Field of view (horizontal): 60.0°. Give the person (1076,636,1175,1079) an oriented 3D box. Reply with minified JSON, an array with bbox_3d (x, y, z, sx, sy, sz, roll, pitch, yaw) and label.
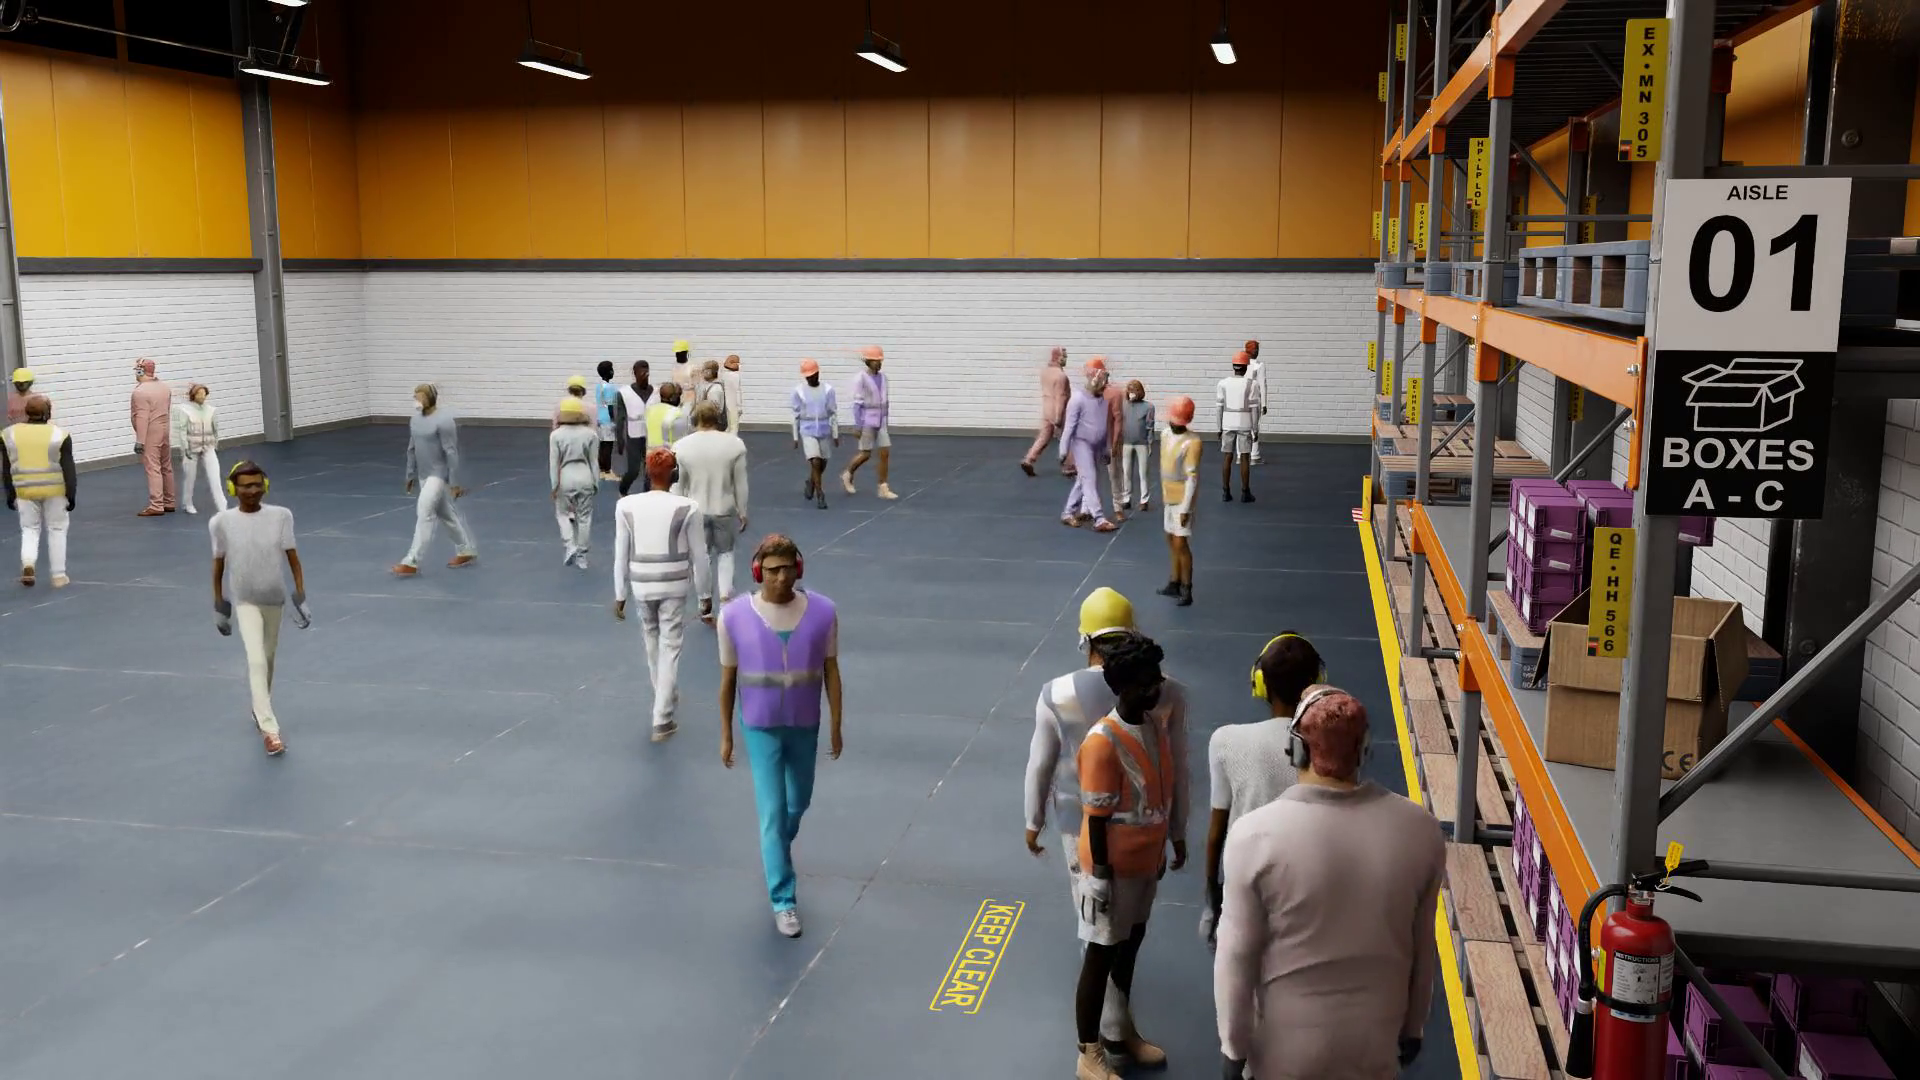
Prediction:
[{"bbox_3d":[0.612,1.181,6.129,0.318,1.695,0.539,6,11,31],"label":"person"}]

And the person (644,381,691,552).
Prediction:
[{"bbox_3d":[-3.047,-0.754,17.411,0.476,1.821,0.626,-9,13,-42],"label":"person"}]

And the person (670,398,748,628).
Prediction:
[{"bbox_3d":[-2.089,-0.215,13.840,0.649,1.929,0.443,-3,10,-16],"label":"person"}]

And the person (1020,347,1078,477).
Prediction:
[{"bbox_3d":[1.308,-1.818,23.677,0.913,1.878,0.637,-4,10,-25],"label":"person"}]

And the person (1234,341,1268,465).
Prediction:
[{"bbox_3d":[4.404,-2.074,25.186,0.574,1.883,0.356,9,13,42],"label":"person"}]

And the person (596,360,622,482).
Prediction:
[{"bbox_3d":[-4.918,-1.654,23.206,0.318,1.699,0.535,-5,11,-28],"label":"person"}]

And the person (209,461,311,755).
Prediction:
[{"bbox_3d":[-4.433,0.393,10.537,0.518,1.823,1.010,-7,12,-36],"label":"person"}]

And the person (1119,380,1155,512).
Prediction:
[{"bbox_3d":[2.156,-1.160,20.458,0.494,1.624,0.279,4,10,25],"label":"person"}]

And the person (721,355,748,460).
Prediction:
[{"bbox_3d":[-3.529,-2.060,25.852,0.286,1.632,0.500,-7,11,-35],"label":"person"}]

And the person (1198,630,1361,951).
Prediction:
[{"bbox_3d":[1.036,1.235,5.411,0.517,1.839,0.828,1,9,5],"label":"person"}]

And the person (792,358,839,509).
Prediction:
[{"bbox_3d":[-1.827,-1.355,20.876,0.566,1.888,0.802,-2,10,-14],"label":"person"}]

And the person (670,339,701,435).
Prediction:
[{"bbox_3d":[-4.203,-2.173,25.778,0.606,1.896,0.842,8,12,39],"label":"person"}]

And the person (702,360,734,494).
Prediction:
[{"bbox_3d":[-3.134,-1.424,21.503,0.417,1.816,0.577,-2,10,-9],"label":"person"}]

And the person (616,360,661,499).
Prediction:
[{"bbox_3d":[-3.877,-1.226,20.011,0.602,1.905,0.634,-7,12,-36],"label":"person"}]

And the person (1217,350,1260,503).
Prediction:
[{"bbox_3d":[3.555,-1.448,21.245,0.549,1.936,0.376,5,10,26],"label":"person"}]

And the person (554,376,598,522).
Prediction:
[{"bbox_3d":[-4.554,-1.091,19.763,0.528,1.718,0.926,-1,10,-9],"label":"person"}]

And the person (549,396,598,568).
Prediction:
[{"bbox_3d":[-3.838,-0.566,16.576,0.489,1.729,0.388,-4,10,-24],"label":"person"}]

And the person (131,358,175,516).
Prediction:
[{"bbox_3d":[-9.794,-1.246,20.119,0.404,1.911,0.636,1,9,4],"label":"person"}]

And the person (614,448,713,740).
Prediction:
[{"bbox_3d":[-1.899,0.316,10.879,0.601,1.846,0.889,2,10,10],"label":"person"}]

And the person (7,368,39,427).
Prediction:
[{"bbox_3d":[-11.597,-1.274,20.731,0.551,1.751,0.427,1,10,8],"label":"person"}]

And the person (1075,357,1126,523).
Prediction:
[{"bbox_3d":[1.682,-1.172,19.599,0.636,1.954,0.713,7,12,35],"label":"person"}]

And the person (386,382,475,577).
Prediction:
[{"bbox_3d":[-5.202,-0.603,16.325,0.651,1.887,1.010,8,13,41],"label":"person"}]

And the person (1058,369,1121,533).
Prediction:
[{"bbox_3d":[1.477,-1.022,18.976,0.935,1.850,0.714,8,13,41],"label":"person"}]

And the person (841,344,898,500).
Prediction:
[{"bbox_3d":[-1.178,-1.523,21.555,0.829,2.028,0.617,8,13,41],"label":"person"}]

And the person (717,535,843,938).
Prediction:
[{"bbox_3d":[-0.852,0.850,7.811,0.572,1.812,0.881,-3,10,-20],"label":"person"}]

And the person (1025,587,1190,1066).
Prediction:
[{"bbox_3d":[0.559,1.068,6.556,0.612,1.776,0.943,-1,10,-8],"label":"person"}]

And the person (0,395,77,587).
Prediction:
[{"bbox_3d":[-8.563,-0.435,15.494,0.636,1.820,0.526,-2,10,-14],"label":"person"}]

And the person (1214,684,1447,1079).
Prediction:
[{"bbox_3d":[1.016,1.344,4.577,0.655,1.892,0.546,-2,10,-10],"label":"person"}]

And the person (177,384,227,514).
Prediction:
[{"bbox_3d":[-9.185,-1.083,20.089,0.832,1.597,0.521,8,13,42],"label":"person"}]

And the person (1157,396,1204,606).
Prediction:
[{"bbox_3d":[1.908,-0.361,14.896,0.398,1.892,0.730,-4,10,-22],"label":"person"}]
